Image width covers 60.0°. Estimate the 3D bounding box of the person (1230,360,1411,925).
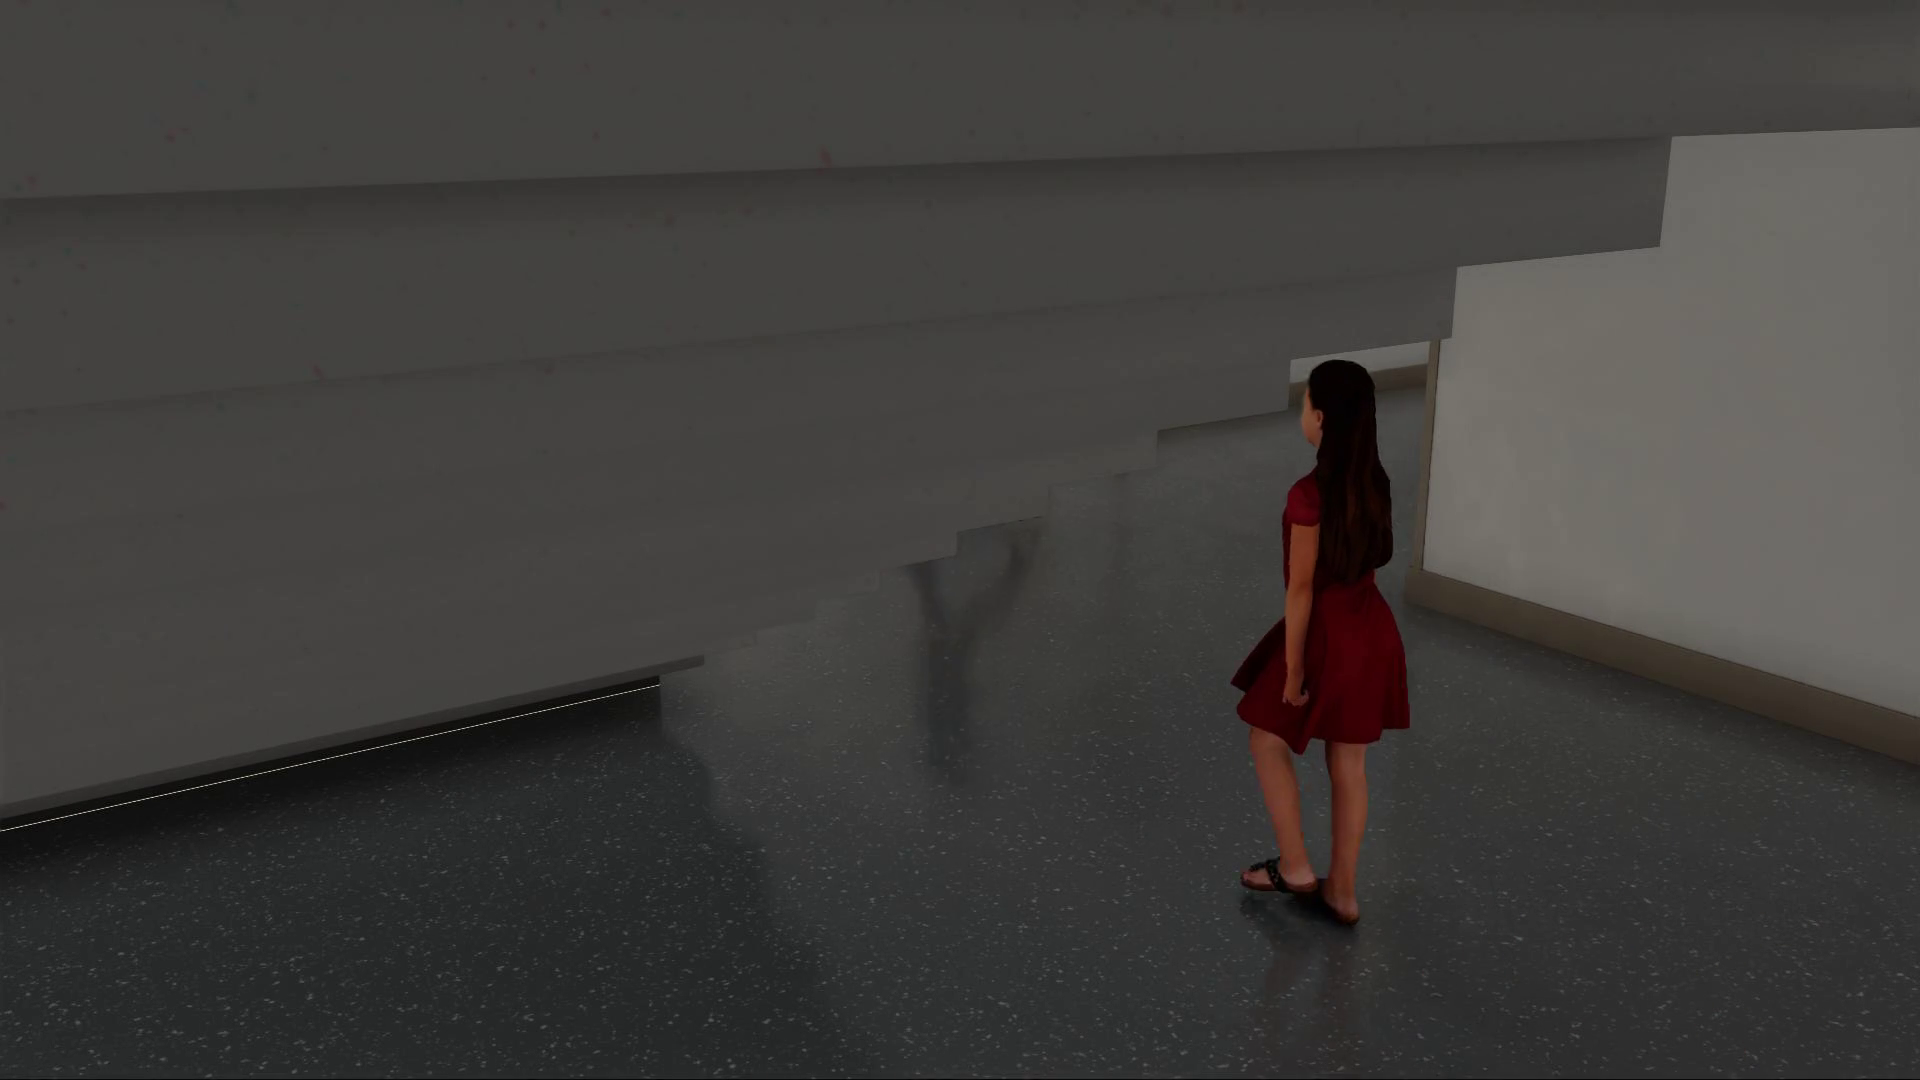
[{"bbox_3d":[1.040,0.304,4.446,0.555,1.539,0.644,-9,18,-30],"label":"person"}]
